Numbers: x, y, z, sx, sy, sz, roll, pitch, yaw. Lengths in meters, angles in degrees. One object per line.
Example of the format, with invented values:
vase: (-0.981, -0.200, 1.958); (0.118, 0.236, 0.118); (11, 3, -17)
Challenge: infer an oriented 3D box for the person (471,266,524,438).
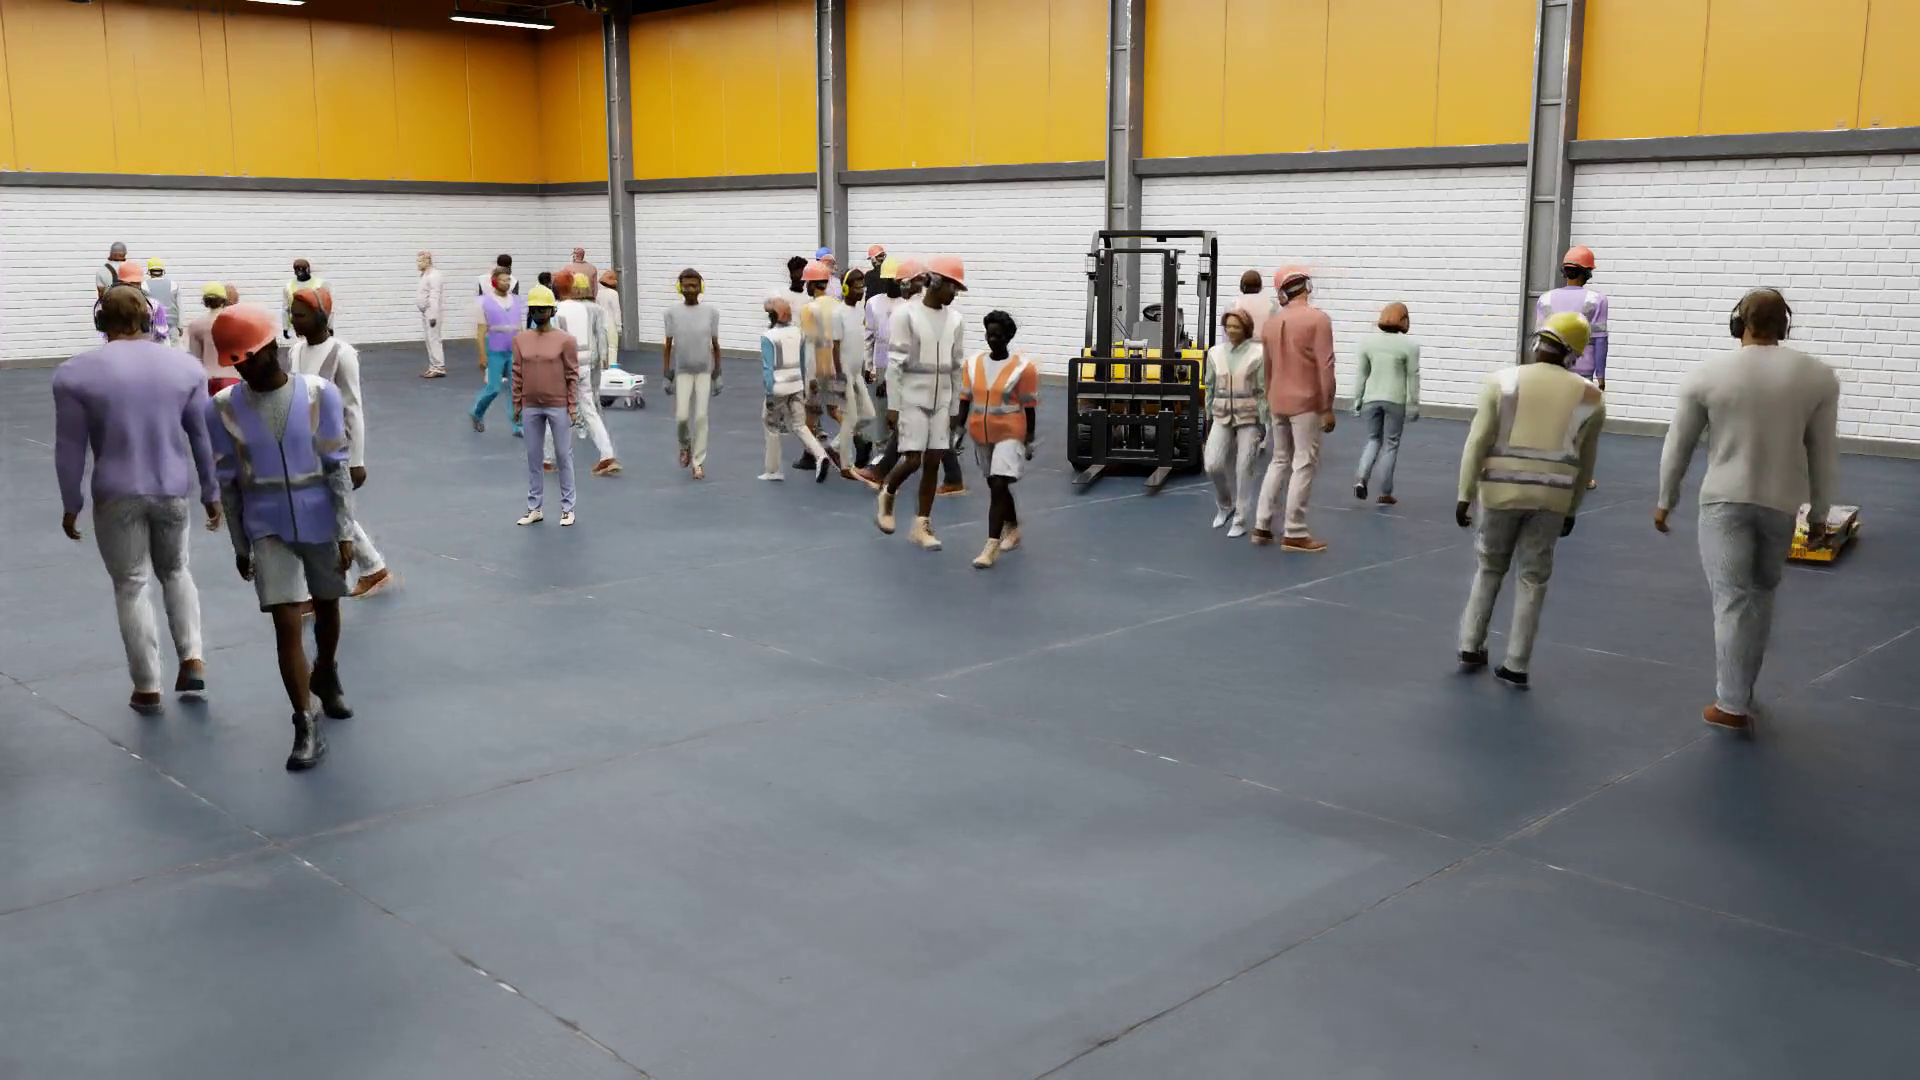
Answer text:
person: (-4.885, -1.988, 17.608); (0.774, 1.824, 0.574); (9, 14, 40)

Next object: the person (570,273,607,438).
person: (-4.016, -1.964, 17.696); (0.507, 1.717, 0.711); (-2, 11, -10)

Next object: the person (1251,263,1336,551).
person: (2.251, -0.880, 11.235); (0.410, 1.948, 0.692); (-6, 12, -28)

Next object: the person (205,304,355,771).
person: (-2.806, -0.057, 6.940); (0.552, 1.869, 0.966); (-4, 11, -20)

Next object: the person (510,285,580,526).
person: (-3.051, -0.982, 12.240); (0.525, 1.772, 0.309); (2, 11, 8)

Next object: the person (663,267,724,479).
person: (-2.351, -1.470, 14.690); (0.525, 1.848, 0.468); (-2, 11, -10)

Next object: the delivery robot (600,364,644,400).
delivery robot: (-4.260, -1.926, 20.447); (0.707, 0.478, 0.477); (3, 11, 15)

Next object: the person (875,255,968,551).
person: (-0.267, -0.945, 11.397); (0.660, 2.001, 0.594); (-7, 12, -33)

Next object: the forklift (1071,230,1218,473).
forklift: (1.804, -1.825, 15.677); (1.214, 2.155, 2.313); (2, 11, 13)

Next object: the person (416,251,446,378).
person: (-7.969, -3.380, 25.000); (0.396, 1.894, 0.663); (-6, 12, -28)

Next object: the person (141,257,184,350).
person: (-11.011, -2.971, 22.907); (0.591, 1.834, 0.404); (-8, 13, -37)

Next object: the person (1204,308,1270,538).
person: (1.954, -0.826, 11.768); (0.529, 1.625, 0.357); (6, 12, 31)

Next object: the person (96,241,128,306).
person: (-13.180, -3.683, 26.226); (0.687, 2.000, 0.536); (-3, 11, -16)

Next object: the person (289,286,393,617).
person: (-3.611, -0.518, 9.511); (0.598, 1.873, 0.742); (8, 13, 38)

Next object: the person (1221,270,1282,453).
person: (2.893, -1.771, 16.489); (0.644, 1.795, 0.972); (-1, 10, -3)

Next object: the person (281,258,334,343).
person: (-8.809, -2.867, 22.381); (0.652, 1.816, 0.606); (-1, 10, -4)

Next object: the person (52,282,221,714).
person: (-3.674, -0.185, 7.466); (0.646, 1.919, 0.460); (-9, 14, -40)

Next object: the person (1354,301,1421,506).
person: (3.369, -1.073, 13.141); (0.522, 1.617, 0.353); (9, 14, 42)

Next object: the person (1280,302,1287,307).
person: (3.641, -2.061, 18.598); (0.508, 1.588, 0.875); (-9, 14, -41)

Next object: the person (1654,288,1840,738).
person: (3.415, -0.141, 7.291); (0.659, 1.893, 0.870); (2, 11, 8)

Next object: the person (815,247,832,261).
person: (-2.071, -3.419, 25.042); (0.404, 1.945, 0.616); (-4, 11, -22)

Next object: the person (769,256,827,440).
person: (-1.733, -2.021, 17.539); (0.608, 1.917, 1.025); (-5, 11, -24)

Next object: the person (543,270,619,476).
person: (-3.444, -1.482, 14.806); (0.992, 1.837, 0.592); (7, 13, 34)

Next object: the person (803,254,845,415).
person: (-1.552, -2.427, 19.747); (0.648, 1.907, 0.409); (3, 11, 13)

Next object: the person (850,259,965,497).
person: (-0.420, -1.315, 13.600); (1.042, 1.923, 0.607); (2, 11, 13)

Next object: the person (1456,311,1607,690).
person: (2.711, -0.195, 7.947); (0.658, 1.777, 0.591); (3, 11, 14)

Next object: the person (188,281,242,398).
person: (-6.664, -1.451, 14.934); (0.519, 1.724, 0.861); (0, 10, 2)

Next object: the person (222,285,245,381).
person: (-7.976, -1.986, 18.186); (0.853, 1.588, 0.533); (4, 11, 20)

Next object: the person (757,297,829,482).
person: (-1.455, -1.279, 14.293); (0.727, 1.610, 0.527); (9, 14, 40)

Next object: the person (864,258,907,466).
person: (-0.600, -1.626, 15.317); (0.595, 1.925, 0.373); (2, 11, 12)

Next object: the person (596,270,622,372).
person: (-4.998, -3.028, 23.766); (0.498, 1.633, 0.284); (10, 14, 44)

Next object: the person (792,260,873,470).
person: (-1.183, -1.548, 14.952); (0.800, 1.915, 0.552); (9, 14, 40)

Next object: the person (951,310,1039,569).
person: (0.258, -0.688, 10.954); (0.533, 1.654, 0.881); (6, 12, 31)

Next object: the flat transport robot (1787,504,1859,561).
flat transport robot: (5.741, -0.087, 11.447); (0.652, 0.197, 1.431); (7, 13, 33)

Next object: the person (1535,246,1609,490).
person: (5.132, -1.435, 13.961); (0.607, 2.044, 0.377); (9, 14, 40)

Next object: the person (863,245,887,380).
person: (-1.192, -3.351, 24.560); (0.387, 1.989, 0.608); (10, 14, 43)

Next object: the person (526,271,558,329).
person: (-5.644, -2.842, 22.679); (0.547, 1.658, 0.781); (-4, 11, -23)

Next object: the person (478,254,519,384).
person: (-6.675, -3.186, 23.992); (0.645, 1.874, 0.880); (-1, 10, -3)

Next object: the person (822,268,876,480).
person: (-0.959, -1.438, 14.510); (0.440, 1.845, 0.537); (4, 11, 22)

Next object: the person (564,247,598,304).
person: (-6.918, -4.367, 30.309); (0.651, 1.912, 0.409); (-8, 13, -36)

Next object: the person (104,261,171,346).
person: (-7.687, -1.653, 15.551); (0.552, 1.909, 0.877); (-6, 12, -32)
